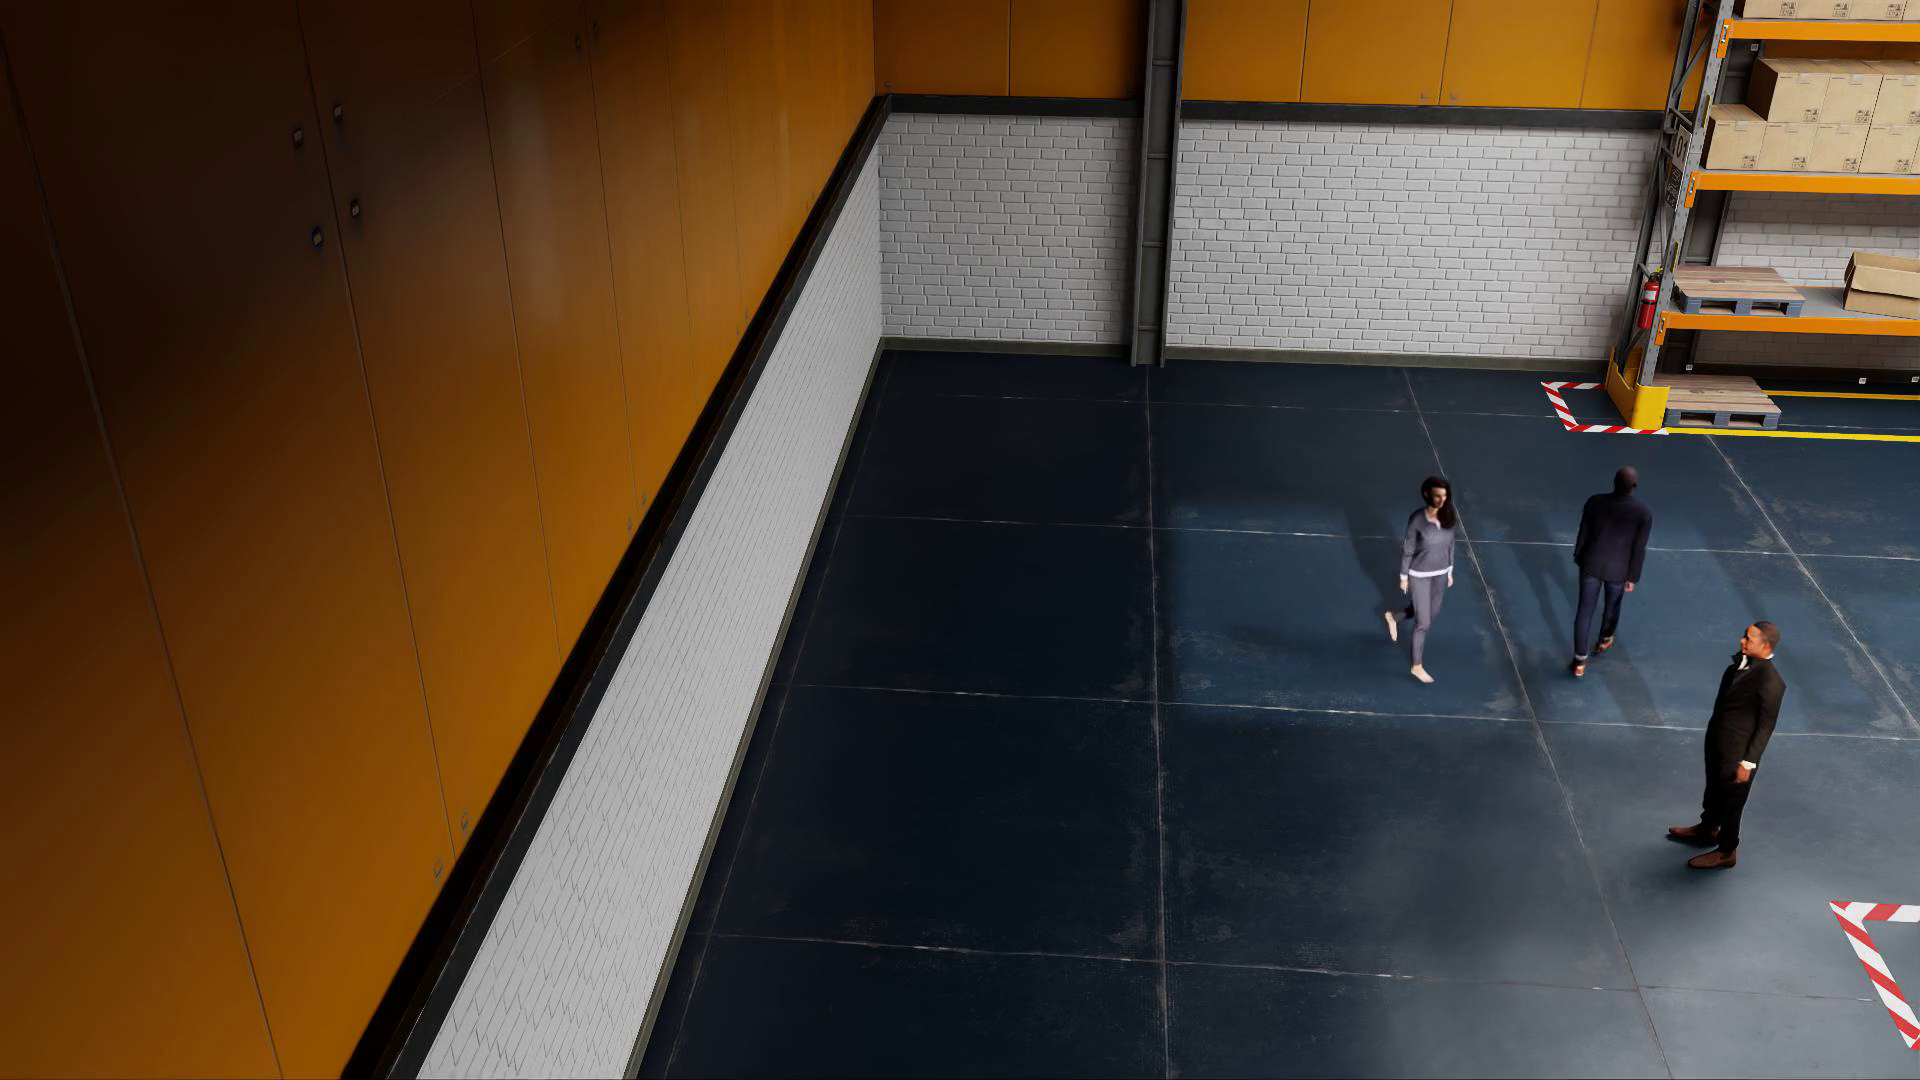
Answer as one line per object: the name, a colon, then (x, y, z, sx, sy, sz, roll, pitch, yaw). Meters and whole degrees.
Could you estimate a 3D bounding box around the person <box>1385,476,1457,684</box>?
person: (3.751, 0.250, 13.560, 1.046, 1.746, 1.012, -14, 32, -24)

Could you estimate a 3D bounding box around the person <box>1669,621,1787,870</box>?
person: (5.287, 1.380, 11.324, 0.589, 1.904, 0.716, 1, 29, 1)

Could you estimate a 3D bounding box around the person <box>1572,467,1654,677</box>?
person: (5.198, 0.287, 13.449, 1.024, 1.789, 0.967, 12, 31, 21)
